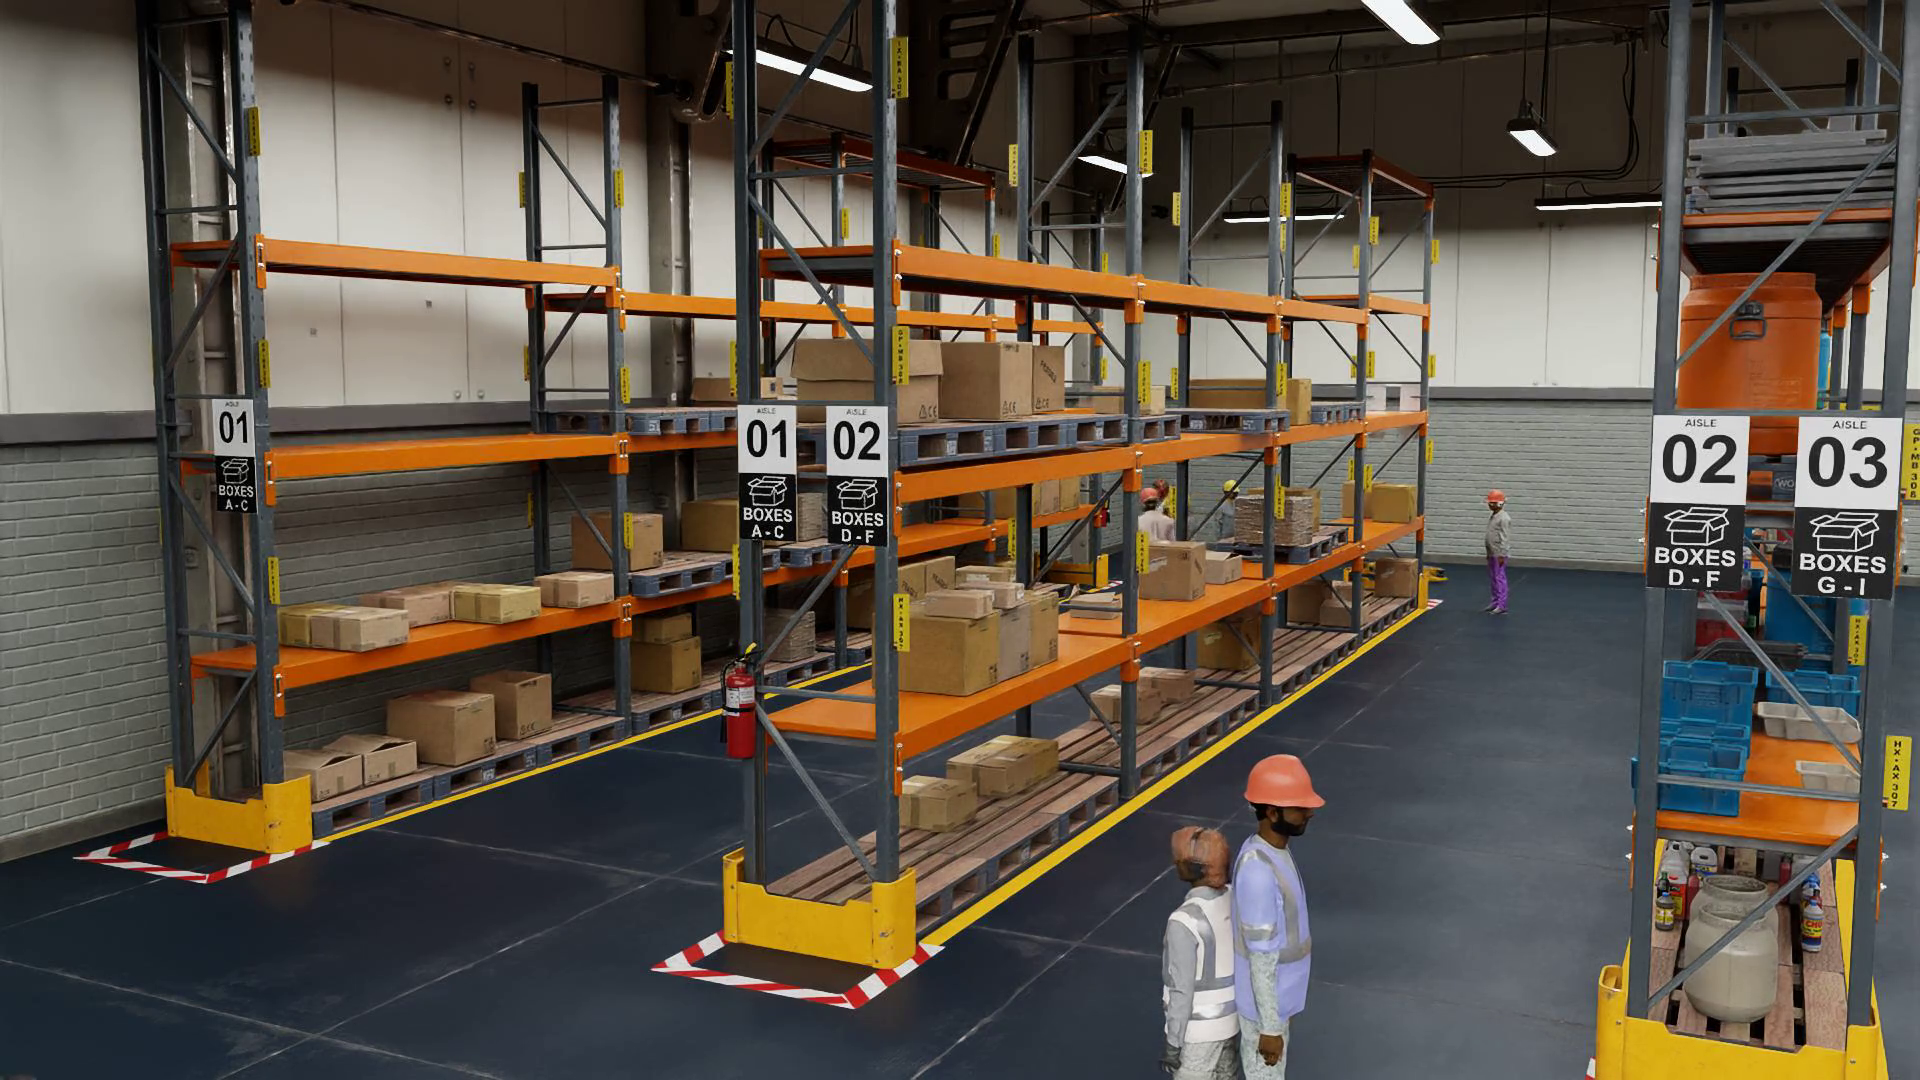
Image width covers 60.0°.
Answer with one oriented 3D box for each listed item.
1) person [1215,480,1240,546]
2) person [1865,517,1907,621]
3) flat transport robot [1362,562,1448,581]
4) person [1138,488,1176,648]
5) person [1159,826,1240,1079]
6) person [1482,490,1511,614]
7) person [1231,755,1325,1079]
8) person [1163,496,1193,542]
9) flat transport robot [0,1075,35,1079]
[{"bbox_3d":[4.056,-0.015,24.963,0.535,1.766,0.321,-4,7,-33],"label":"person"},{"bbox_3d":[12.215,0.242,22.073,0.659,1.858,0.936,0,6,0],"label":"person"},{"bbox_3d":[7.196,0.508,27.060,0.652,0.197,1.431,-3,7,-26],"label":"flat transport robot"},{"bbox_3d":[2.361,0.341,20.560,0.631,1.957,0.583,-2,6,-17],"label":"person"},{"bbox_3d":[0.960,1.939,6.584,0.309,1.637,0.514,4,7,34],"label":"person"},{"bbox_3d":[7.505,0.163,23.327,0.344,1.744,0.566,0,6,-2],"label":"person"},{"bbox_3d":[1.236,1.795,6.531,0.356,1.938,0.545,1,6,14],"label":"person"},{"bbox_3d":[2.944,0.248,22.601,0.425,1.719,0.510,-5,8,-41],"label":"person"},{"bbox_3d":[-4.060,2.588,6.837,0.652,0.197,1.431,0,6,2],"label":"flat transport robot"}]
